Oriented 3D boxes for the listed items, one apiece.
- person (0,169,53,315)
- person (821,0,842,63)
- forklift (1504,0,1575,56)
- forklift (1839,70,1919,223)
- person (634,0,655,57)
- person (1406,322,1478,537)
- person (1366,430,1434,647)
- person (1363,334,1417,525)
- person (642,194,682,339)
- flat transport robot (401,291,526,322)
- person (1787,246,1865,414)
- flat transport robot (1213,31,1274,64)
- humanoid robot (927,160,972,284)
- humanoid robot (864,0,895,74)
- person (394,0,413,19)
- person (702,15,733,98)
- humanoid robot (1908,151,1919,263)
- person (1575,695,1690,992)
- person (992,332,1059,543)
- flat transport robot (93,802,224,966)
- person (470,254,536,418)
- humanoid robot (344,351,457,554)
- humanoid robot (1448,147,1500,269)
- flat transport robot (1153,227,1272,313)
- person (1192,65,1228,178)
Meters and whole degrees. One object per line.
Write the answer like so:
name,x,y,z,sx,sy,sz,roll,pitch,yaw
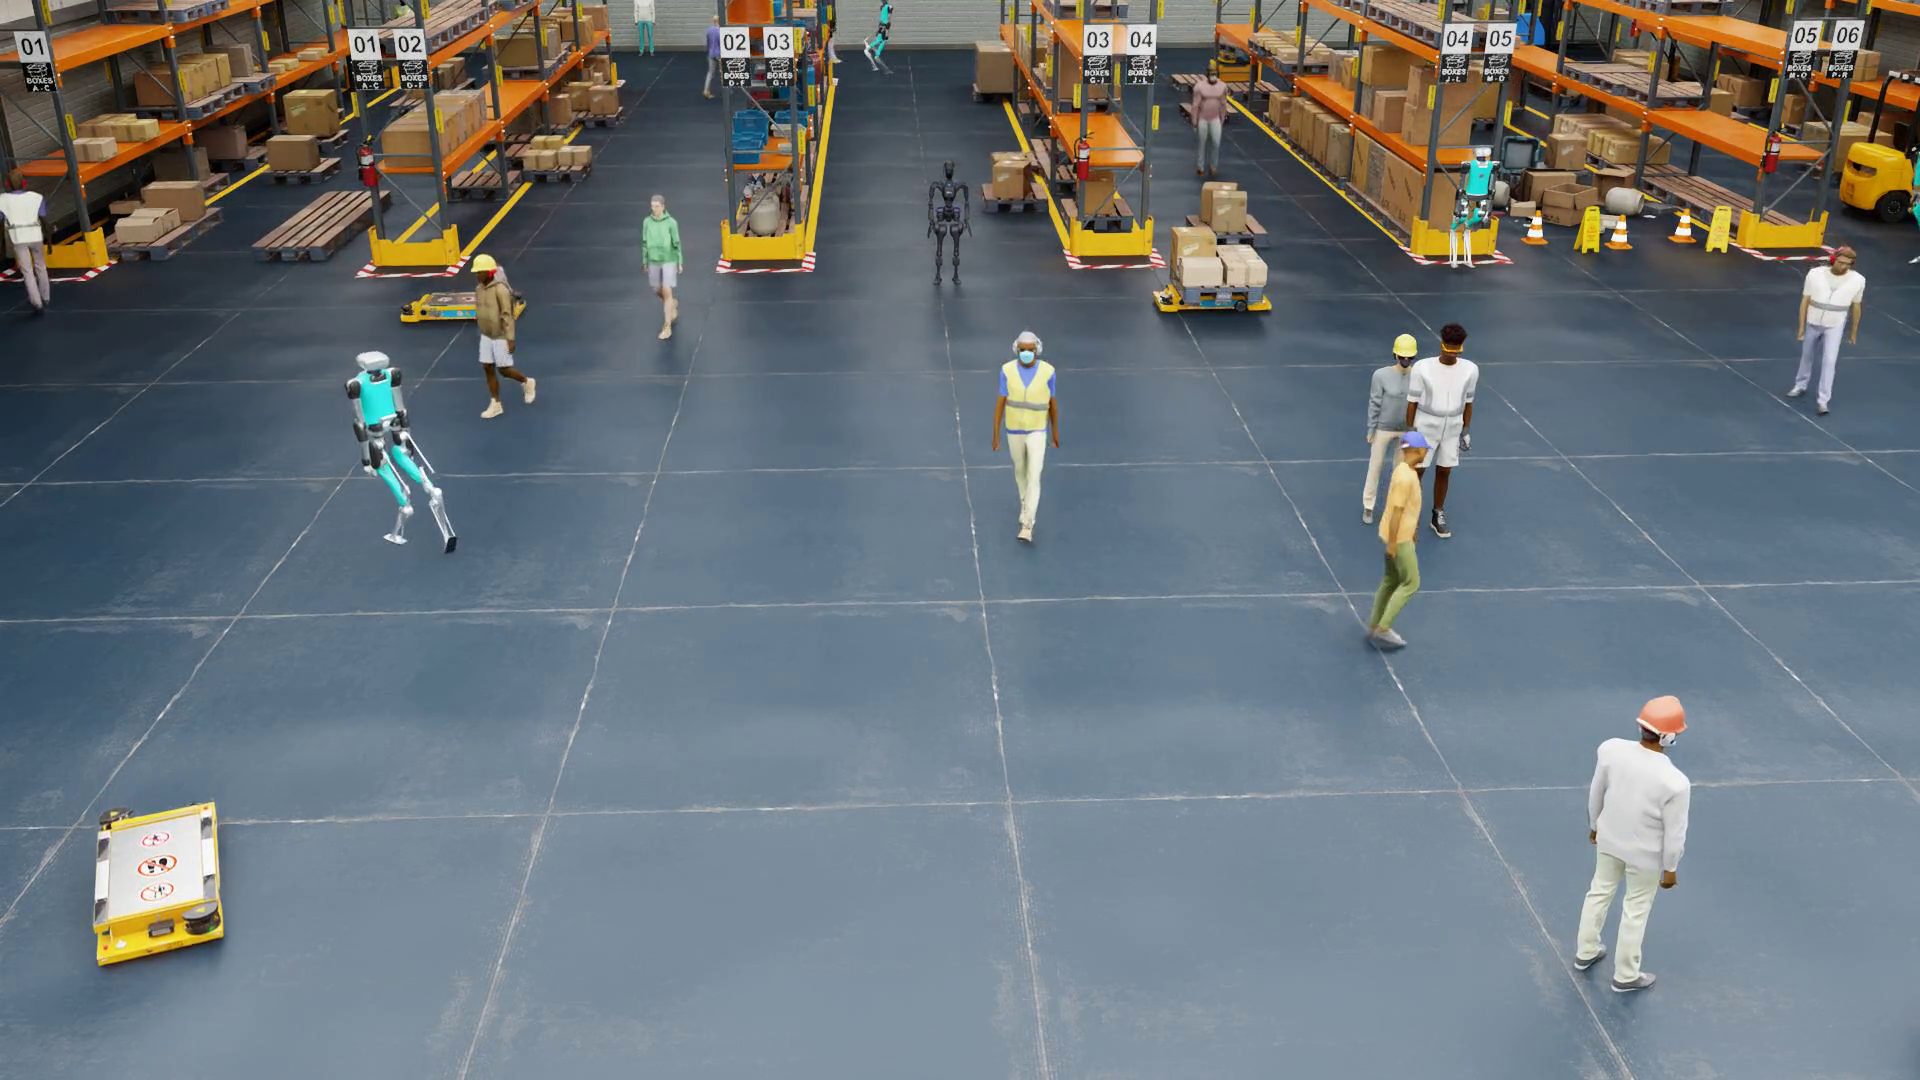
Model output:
person,-11.823,-3.786,21.097,0.569,1.805,0.913,-17,29,-33
person,-3.310,-12.812,41.348,0.724,1.834,0.530,11,26,23
forklift,14.700,-13.805,42.301,1.873,2.768,1.129,-1,24,-2
forklift,15.132,-6.143,25.915,2.313,2.155,1.214,-1,24,-2
person,-8.019,-13.210,42.323,0.523,1.760,0.324,-1,24,-2
person,4.183,-0.957,14.547,0.602,1.959,0.373,-1,24,-2
person,3.376,-0.002,12.747,0.396,1.664,0.539,5,24,10
person,3.887,-0.987,14.847,0.523,1.769,0.313,-1,24,-2
person,-3.607,-3.381,20.290,0.482,1.720,0.752,4,24,10
flat transport robot,-6.295,-2.951,21.104,1.431,0.231,0.659,-1,24,-2
person,9.246,-2.270,17.732,0.593,1.770,0.862,15,28,30
flat transport robot,7.150,-12.122,41.710,1.431,0.231,0.659,-8,25,-17
humanoid robot,-0.141,-4.258,22.295,0.599,1.653,0.315,-1,24,-2
humanoid robot,-1.988,-11.969,39.568,0.819,1.769,0.556,-11,26,-23
person,-13.758,-12.718,41.291,0.531,1.697,0.320,-1,24,-2
person,-5.334,-10.599,36.478,0.650,1.752,0.944,10,26,21
humanoid robot,13.583,-4.616,23.179,0.742,1.905,0.548,-1,24,-3
person,3.661,1.625,8.997,0.345,1.746,0.572,-14,28,-29
person,0.565,-0.909,14.578,0.564,1.839,0.982,5,24,10
flat transport robot,-4.803,2.001,9.976,0.659,0.231,1.431,-10,26,-22
person,-4.852,-2.166,17.523,0.561,1.742,0.587,14,28,29
humanoid robot,-4.706,-0.697,14.240,0.966,1.764,0.541,15,28,31
humanoid robot,6.974,-4.584,22.803,0.533,1.677,0.735,-1,24,-2
flat transport robot,3.261,-3.139,21.526,1.431,0.231,0.659,-1,24,-2
person,4.281,-7.174,28.574,0.643,1.917,0.710,-1,24,-3
